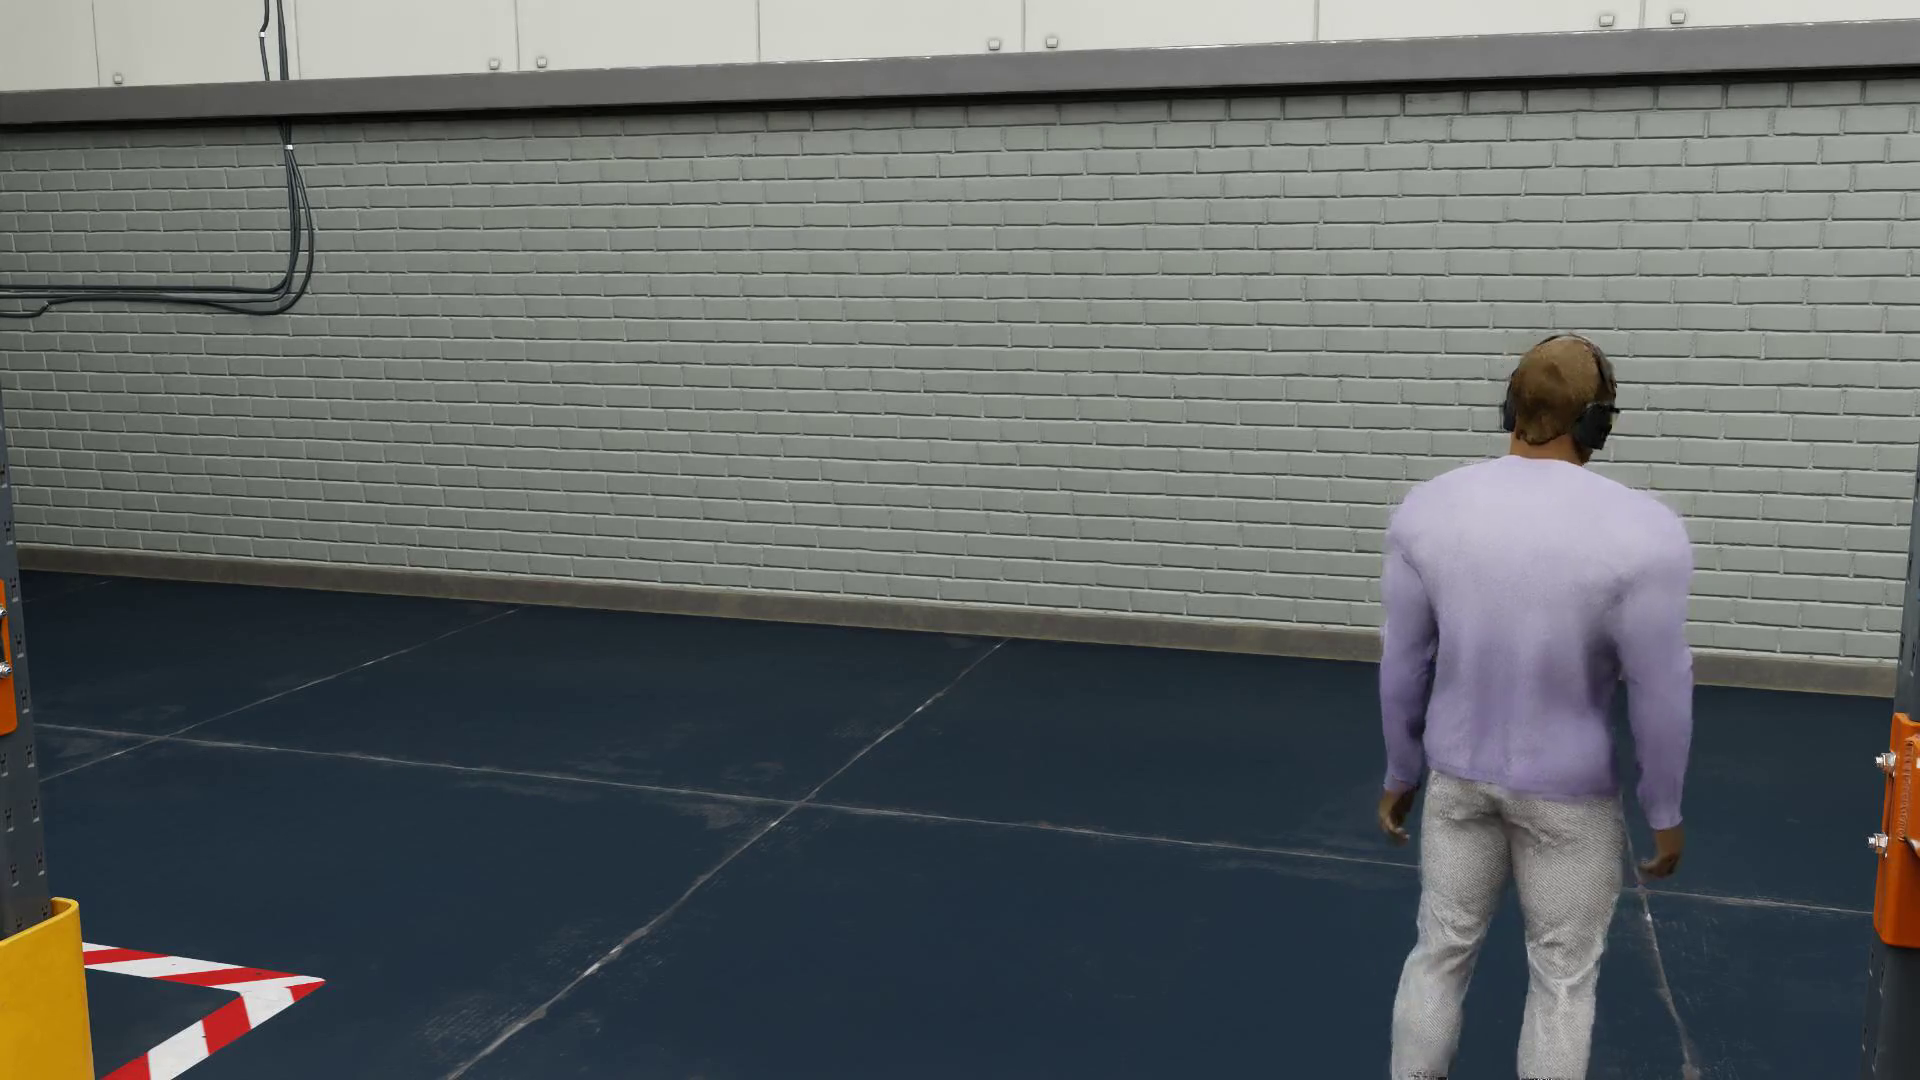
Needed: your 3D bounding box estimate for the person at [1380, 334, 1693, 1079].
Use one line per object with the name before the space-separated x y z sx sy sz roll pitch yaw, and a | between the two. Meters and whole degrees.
person | 1.214 0.533 3.575 0.642 1.923 0.409 8 13 41
